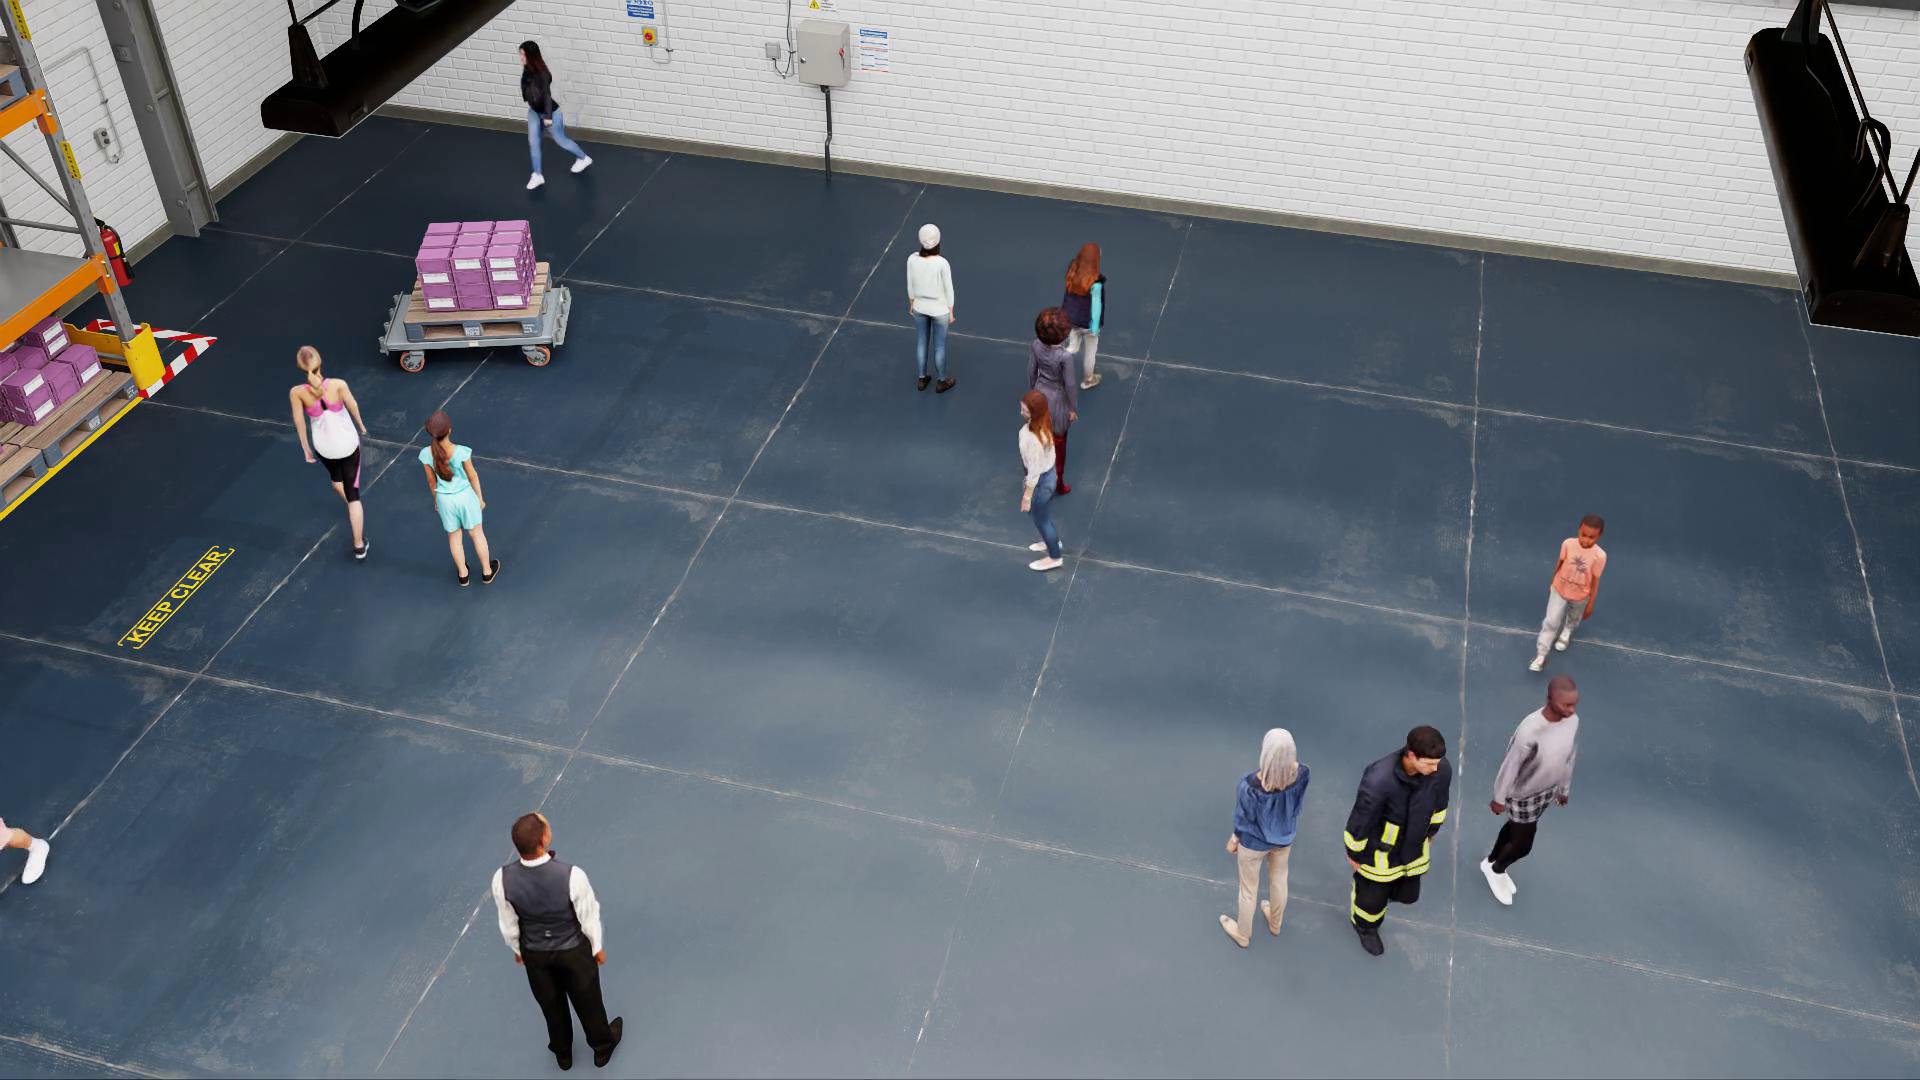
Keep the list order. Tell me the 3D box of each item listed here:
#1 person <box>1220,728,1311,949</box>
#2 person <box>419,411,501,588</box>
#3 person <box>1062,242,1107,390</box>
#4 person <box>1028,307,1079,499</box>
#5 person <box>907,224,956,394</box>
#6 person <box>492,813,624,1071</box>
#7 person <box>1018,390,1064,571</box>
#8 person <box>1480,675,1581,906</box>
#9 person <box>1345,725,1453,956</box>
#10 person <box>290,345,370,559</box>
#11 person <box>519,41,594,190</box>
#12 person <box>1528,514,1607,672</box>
[{"bbox_3d":[1.807,1.761,9.842,0.712,1.697,0.750,-15,41,-18],"label":"person"},{"bbox_3d":[-3.797,-0.316,12.553,0.623,1.558,0.647,-4,39,-5],"label":"person"},{"bbox_3d":[1.033,-1.931,14.636,0.952,1.483,0.845,-26,45,-29],"label":"person"},{"bbox_3d":[0.732,-1.104,13.420,0.664,1.709,0.644,27,46,30],"label":"person"},{"bbox_3d":[-0.250,-2.048,14.653,0.589,1.644,0.529,14,41,17],"label":"person"},{"bbox_3d":[-2.206,2.222,9.088,0.752,1.918,0.694,-1,39,-1],"label":"person"},{"bbox_3d":[0.666,-0.457,12.623,0.749,1.693,0.616,9,40,12],"label":"person"},{"bbox_3d":[3.421,1.460,10.166,0.760,1.762,0.816,-19,42,-22],"label":"person"},{"bbox_3d":[2.499,1.672,9.790,0.970,1.901,0.999,-11,40,-14],"label":"person"},{"bbox_3d":[-4.791,-0.644,12.819,0.987,1.739,1.211,-9,40,-12],"label":"person"},{"bbox_3d":[-4.406,-4.601,17.888,1.141,1.596,0.952,-27,46,-30],"label":"person"},{"bbox_3d":[4.436,0.323,11.975,0.710,1.281,0.972,24,44,27],"label":"person"}]
